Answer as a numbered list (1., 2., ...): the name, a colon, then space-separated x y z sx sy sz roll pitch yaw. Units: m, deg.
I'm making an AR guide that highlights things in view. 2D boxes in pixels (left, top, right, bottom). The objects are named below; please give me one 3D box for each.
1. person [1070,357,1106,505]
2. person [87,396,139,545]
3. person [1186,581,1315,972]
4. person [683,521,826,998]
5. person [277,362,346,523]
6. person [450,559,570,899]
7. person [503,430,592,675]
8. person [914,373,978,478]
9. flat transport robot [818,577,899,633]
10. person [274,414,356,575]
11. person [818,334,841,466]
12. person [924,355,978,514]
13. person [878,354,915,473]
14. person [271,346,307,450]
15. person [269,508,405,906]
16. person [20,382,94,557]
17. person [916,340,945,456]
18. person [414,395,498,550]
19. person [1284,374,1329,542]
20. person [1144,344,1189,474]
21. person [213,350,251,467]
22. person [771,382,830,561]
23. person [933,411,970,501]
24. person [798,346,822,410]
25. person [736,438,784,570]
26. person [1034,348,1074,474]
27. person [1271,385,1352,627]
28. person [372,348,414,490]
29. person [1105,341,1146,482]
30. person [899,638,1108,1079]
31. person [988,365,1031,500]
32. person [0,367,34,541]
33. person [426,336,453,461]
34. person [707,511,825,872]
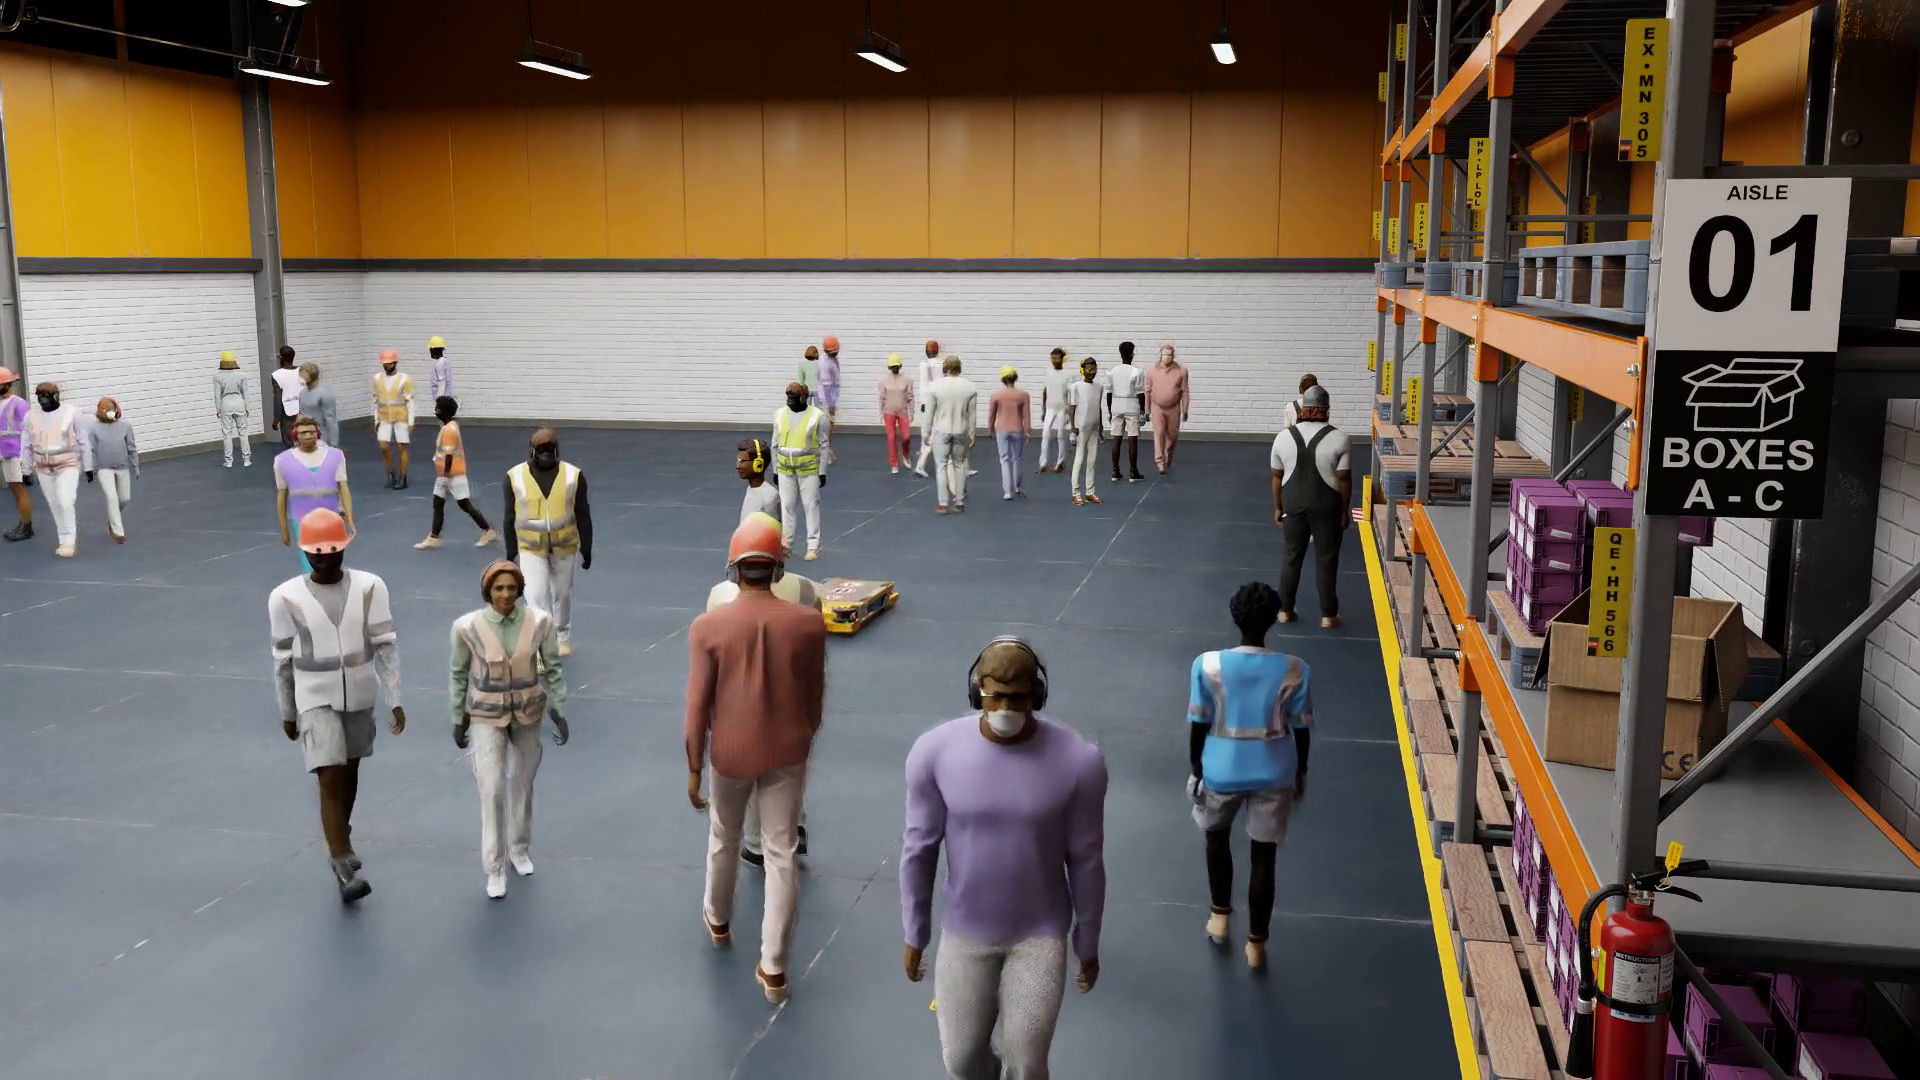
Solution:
1. person: 1.623 -1.379 21.039 0.536 1.869 0.312 -6 11 -31
2. person: -9.279 -0.776 18.196 0.504 1.612 0.698 -9 13 -43
3. person: 1.260 1.002 7.258 0.547 1.675 0.572 1 9 7
4. person: -0.885 0.887 7.151 0.625 1.943 0.984 -2 10 -14
5. person: -7.601 -1.121 19.416 0.660 1.889 0.993 9 13 43
6. person: -2.170 0.900 8.064 0.535 1.612 0.671 -5 11 -26
7. person: -3.111 0.060 12.596 0.646 1.804 0.873 -3 10 -18
8. person: -0.226 -1.664 23.624 0.934 1.584 0.495 -5 11 -26
9. flat transport robot: -1.026 0.542 14.272 0.652 0.197 1.431 2 10 13
10. person: -5.403 -0.163 13.908 0.567 1.807 0.950 -6 11 -34
11. person: -1.933 -2.125 25.222 0.394 1.994 0.774 2 10 9
12. person: -0.108 -1.279 20.234 0.649 1.930 0.417 -3 10 -17
13. person: -0.917 -1.830 24.152 0.528 1.746 0.379 -1 9 -5
14. person: -9.176 -1.706 22.860 0.392 1.919 0.590 5 11 30
15. person: -2.976 0.781 8.007 0.553 1.873 1.020 -6 11 -34
16. person: -9.385 -0.720 17.196 0.660 1.819 0.699 0 9 -3
17. person: -0.360 -2.196 26.020 0.584 1.860 0.858 -7 12 -37
18. person: -5.360 -0.716 17.680 0.851 1.660 0.539 -3 10 -19
19. person: 3.792 -0.896 18.196 0.514 1.844 0.333 5 11 29
20. person: 3.003 -1.930 24.313 0.656 1.880 0.725 0 9 1
21. person: -10.920 -1.967 24.958 0.486 1.745 0.289 -5 11 -29
22. person: -1.648 -0.704 17.065 0.624 1.841 0.430 3 10 17
23. person: -0.086 -1.335 21.550 0.517 1.595 0.780 0 9 -2
24. person: -2.543 -2.541 28.746 0.497 1.633 0.278 2 10 9
25. person: -1.362 0.242 11.265 0.336 1.873 0.521 -4 10 -24
26. person: 1.347 -1.842 23.939 0.535 1.827 0.890 4 10 23
27. person: 2.985 -0.299 14.016 0.681 2.000 0.535 6 11 30
28. person: -7.607 -1.611 22.285 0.583 1.917 0.550 0 9 2
29. person: 2.329 -1.795 23.248 0.603 1.966 0.368 6 11 30
30. person: 0.139 1.214 5.288 0.644 1.918 0.640 1 9 4
31. person: 0.629 -1.409 21.617 0.541 1.734 0.842 -1 9 -4
32. person: -10.466 -0.941 18.292 0.551 1.914 0.565 5 11 29
33. person: -8.024 -2.186 25.718 0.357 1.930 0.586 -2 10 -12
34. person: -0.992 0.762 8.300 0.598 1.819 0.423 -5 11 -26
